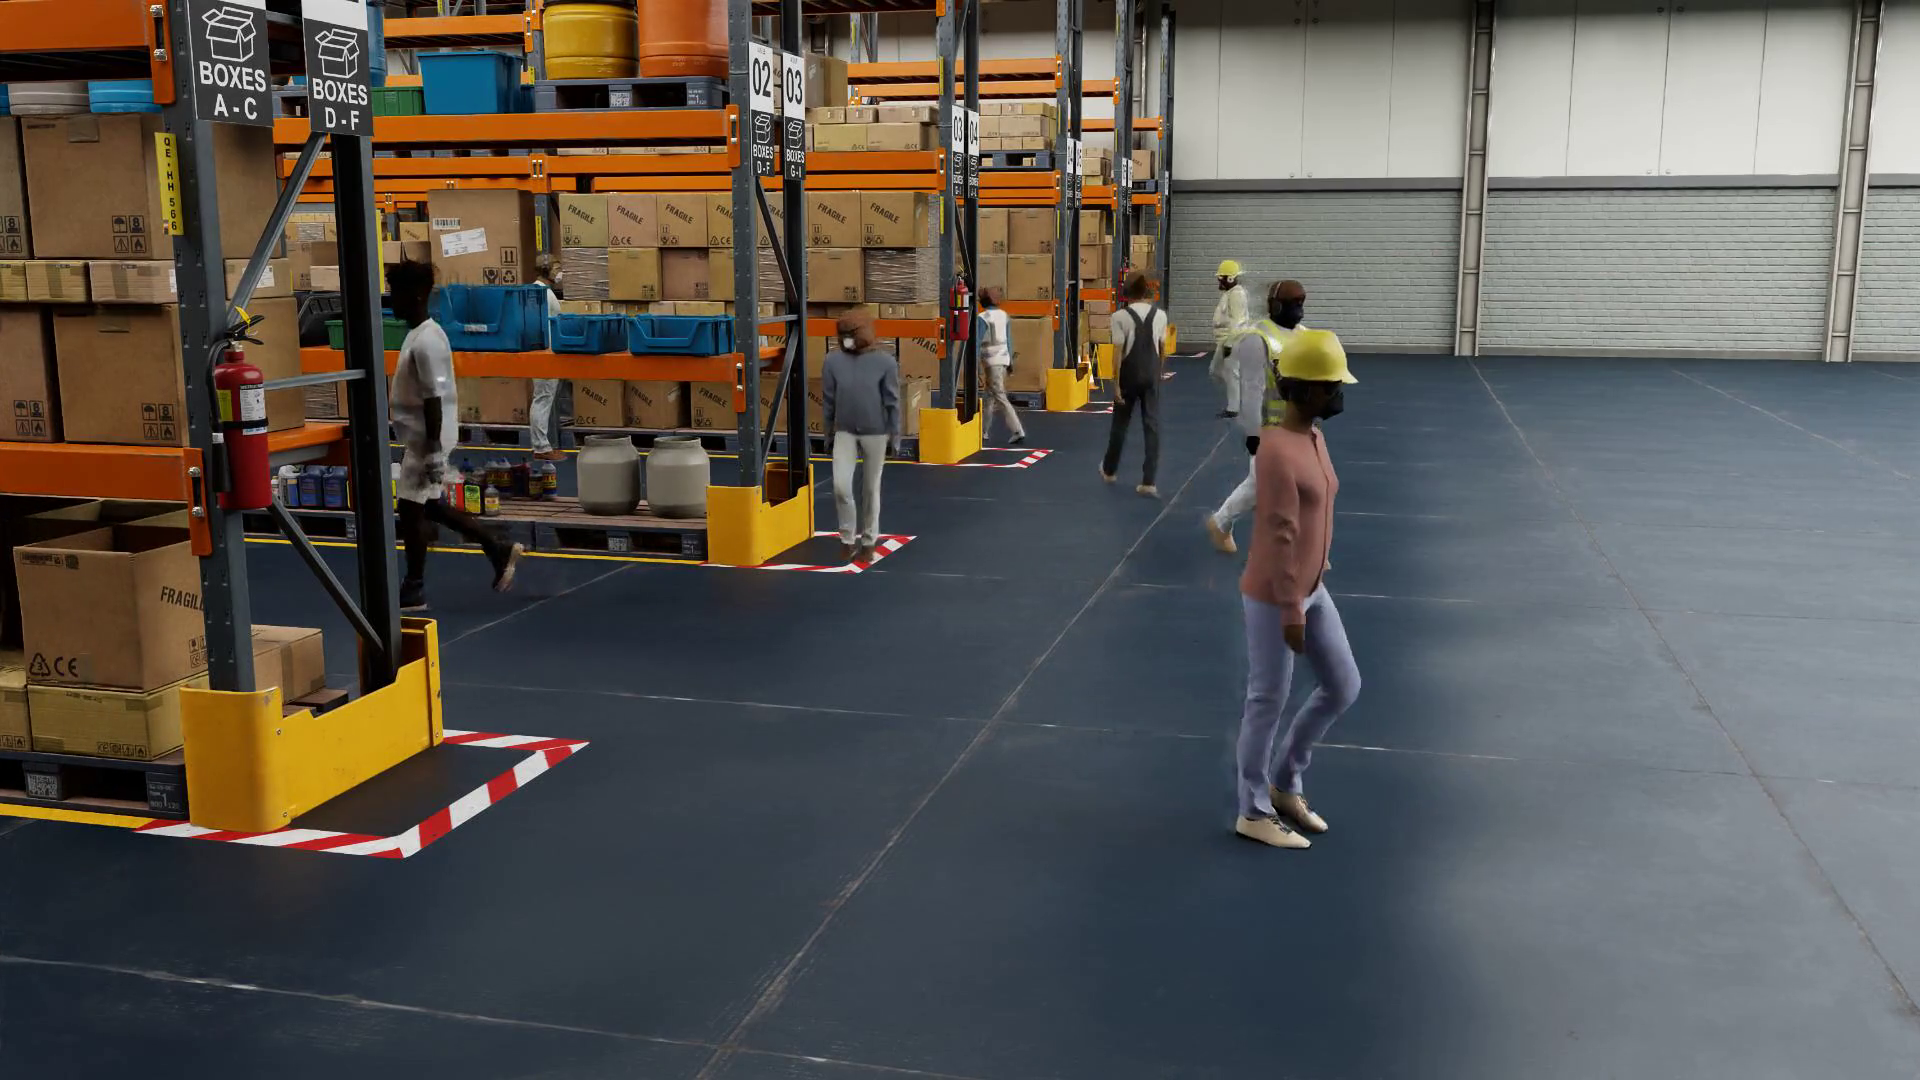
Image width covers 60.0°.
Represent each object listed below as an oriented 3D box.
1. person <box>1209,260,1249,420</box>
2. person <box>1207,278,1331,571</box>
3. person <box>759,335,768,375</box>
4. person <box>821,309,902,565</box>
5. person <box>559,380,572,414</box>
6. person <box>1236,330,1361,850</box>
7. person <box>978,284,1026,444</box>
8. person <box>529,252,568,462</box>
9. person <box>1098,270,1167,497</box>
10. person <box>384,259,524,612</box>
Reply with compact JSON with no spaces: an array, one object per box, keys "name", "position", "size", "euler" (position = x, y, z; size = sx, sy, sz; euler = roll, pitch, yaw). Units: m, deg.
[{"name":"person","position":[3.059,-2.267,18.926],"size":[0.425,1.817,0.595],"euler":[0,10,-2]},{"name":"person","position":[1.953,-0.730,10.433],"size":[0.630,1.813,0.835],"euler":[-8,13,-39]},{"name":"person","position":[-2.382,-2.517,19.710],"size":[0.405,2.035,0.606],"euler":[3,11,14]},{"name":"person","position":[-0.624,-0.637,10.443],"size":[0.523,1.602,0.505],"euler":[1,10,7]},{"name":"person","position":[-4.799,-2.365,19.283],"size":[0.572,1.884,0.655],"euler":[4,11,21]},{"name":"person","position":[1.119,0.184,5.513],"size":[0.434,1.748,0.540],"euler":[6,12,29]},{"name":"person","position":[0.379,-1.769,16.724],"size":[0.750,1.601,0.515],"euler":[6,12,31]},{"name":"person","position":[-3.832,-1.681,15.368],"size":[0.368,1.931,0.625],"euler":[-3,11,-17]},{"name":"person","position":[1.421,-1.282,13.524],"size":[0.518,1.787,1.002],"euler":[-2,11,-14]},{"name":"person","position":[-2.870,-0.569,9.158],"size":[0.768,1.943,0.618],"euler":[-3,11,-17]}]
